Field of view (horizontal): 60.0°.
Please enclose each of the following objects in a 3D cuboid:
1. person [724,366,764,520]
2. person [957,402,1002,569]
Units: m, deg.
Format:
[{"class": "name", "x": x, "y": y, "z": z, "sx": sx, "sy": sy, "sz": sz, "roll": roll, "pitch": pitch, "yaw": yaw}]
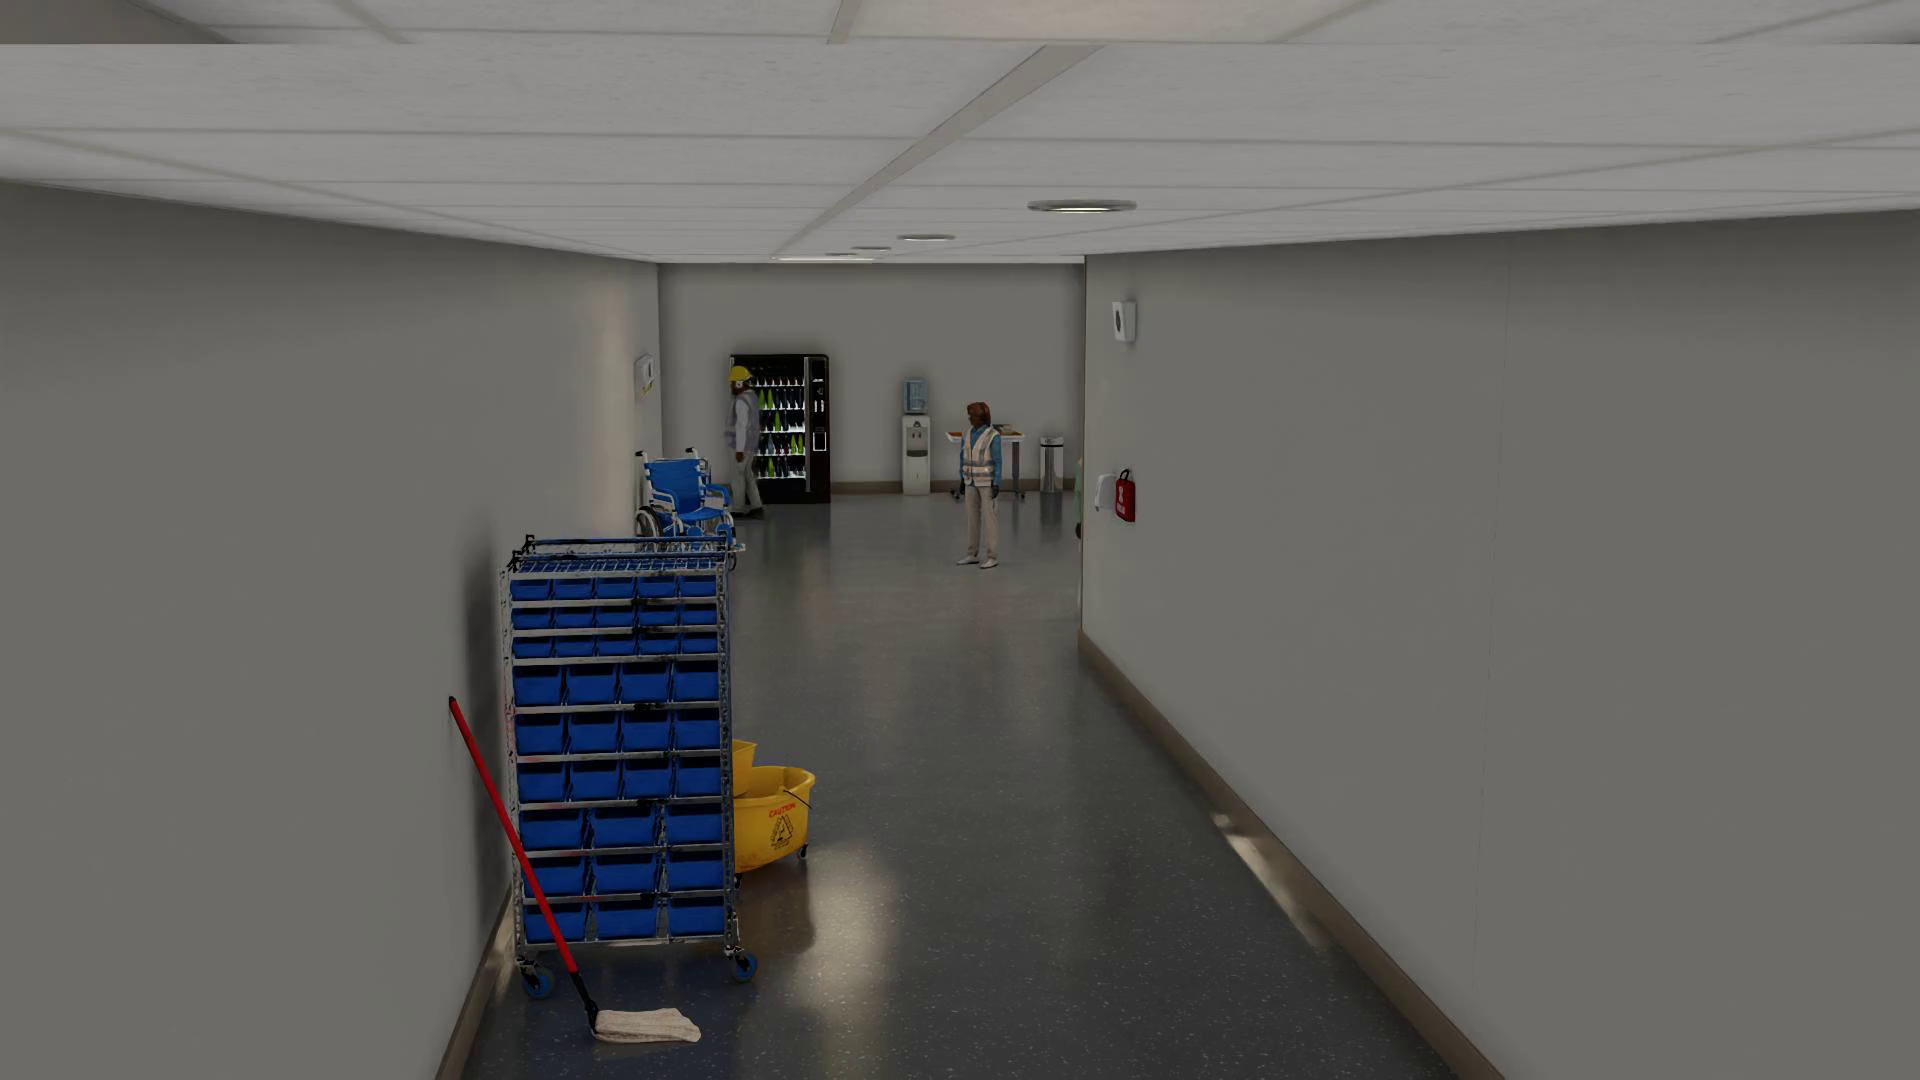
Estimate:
[{"class": "person", "x": -2.540, "y": -1.125, "z": 19.435, "sx": 0.513, "sy": 1.821, "sz": 0.607, "roll": 1, "pitch": 9, "yaw": 7}, {"class": "person", "x": 0.197, "y": -0.541, "z": 16.352, "sx": 0.522, "sy": 1.636, "sz": 0.310, "roll": 9, "pitch": 12, "yaw": 43}]
